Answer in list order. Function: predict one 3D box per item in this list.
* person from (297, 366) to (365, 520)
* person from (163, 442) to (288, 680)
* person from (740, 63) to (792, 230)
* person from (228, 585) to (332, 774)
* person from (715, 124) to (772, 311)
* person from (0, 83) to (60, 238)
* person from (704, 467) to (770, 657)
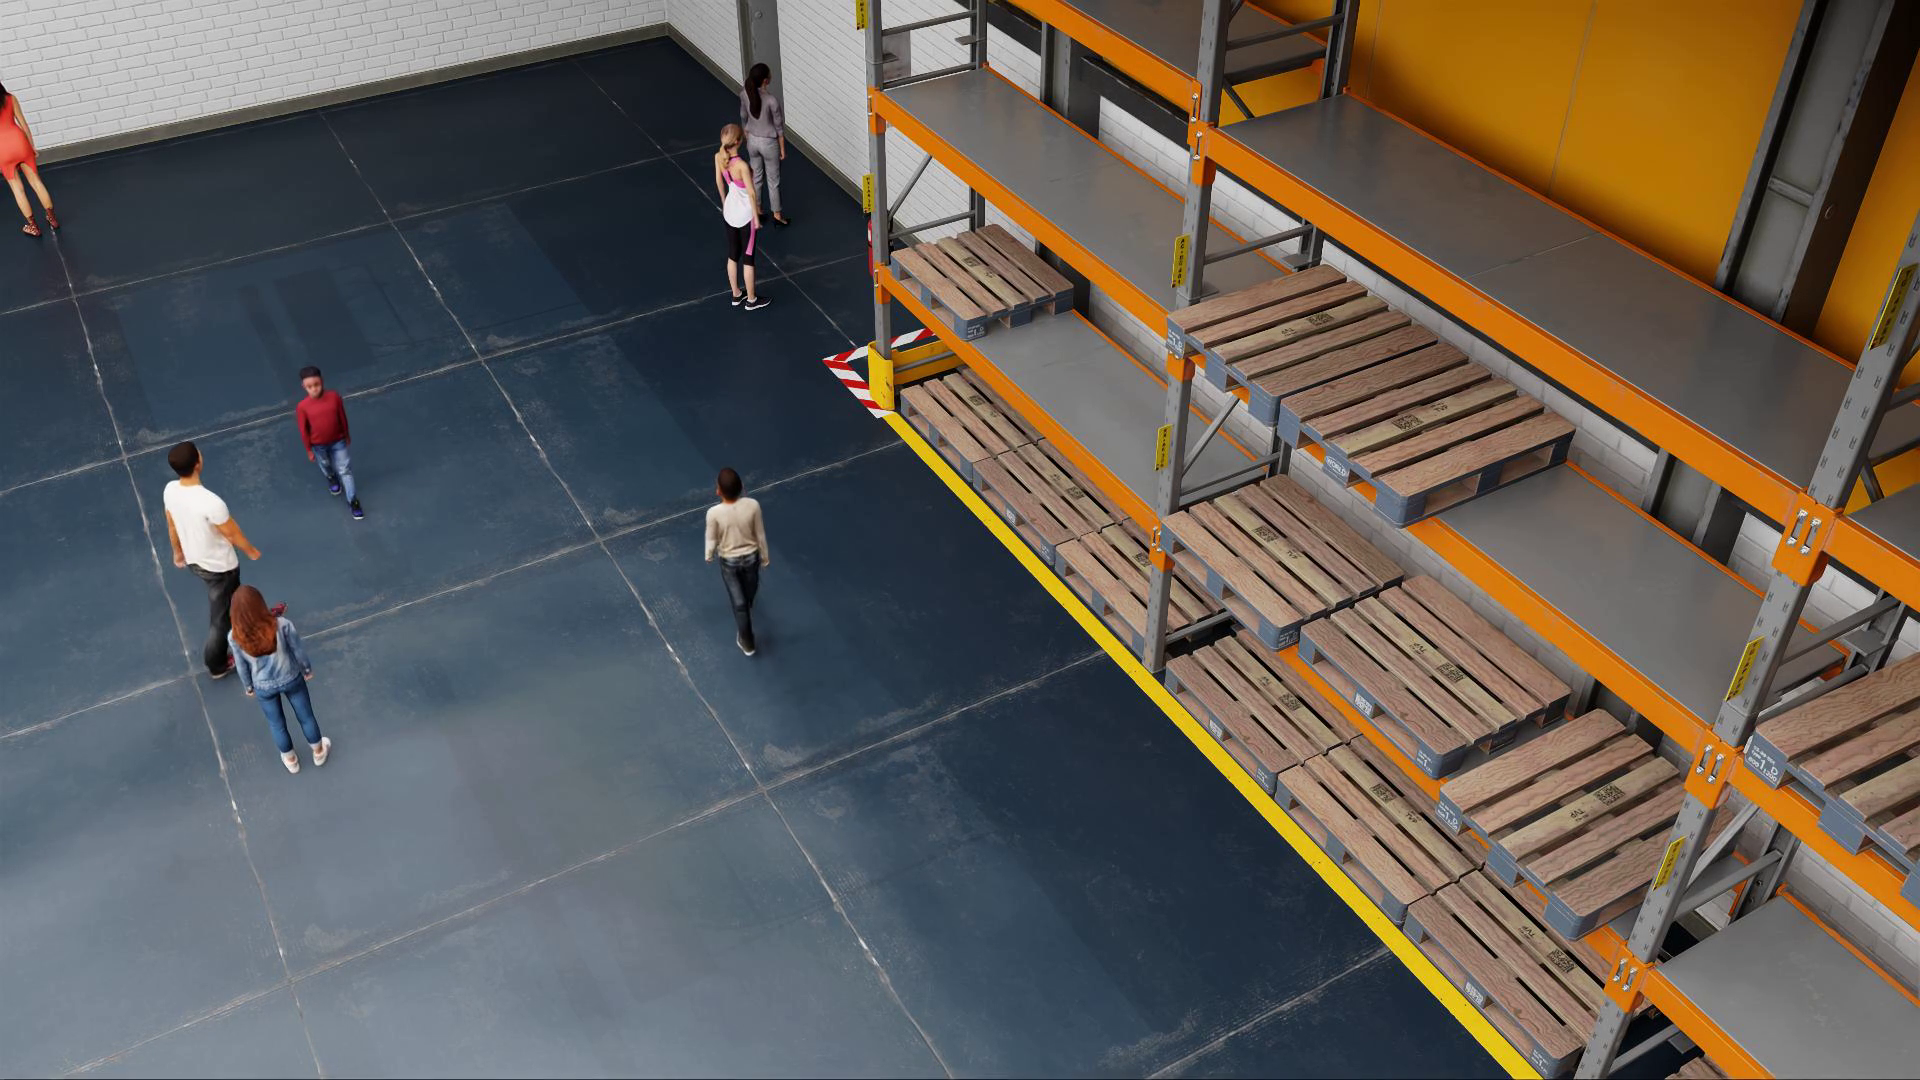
[{"bbox_3d":[-4.912,-0.814,12.860,0.533,1.233,0.877,-18,42,-21],"label":"person"},{"bbox_3d":[-5.092,0.199,11.167,1.044,1.765,1.003,20,43,24],"label":"person"},{"bbox_3d":[-1.925,-3.864,16.325,0.684,1.677,0.781,19,42,22],"label":"person"},{"bbox_3d":[-4.333,0.881,10.543,0.593,1.476,0.533,-14,41,-17],"label":"person"},{"bbox_3d":[-2.001,-2.921,15.055,0.589,1.788,0.732,26,46,29],"label":"person"},{"bbox_3d":[-9.227,-3.785,16.191,0.629,1.719,0.656,27,46,29],"label":"person"},{"bbox_3d":[-1.500,0.181,11.447,0.646,1.443,0.949,-14,41,-17],"label":"person"}]
